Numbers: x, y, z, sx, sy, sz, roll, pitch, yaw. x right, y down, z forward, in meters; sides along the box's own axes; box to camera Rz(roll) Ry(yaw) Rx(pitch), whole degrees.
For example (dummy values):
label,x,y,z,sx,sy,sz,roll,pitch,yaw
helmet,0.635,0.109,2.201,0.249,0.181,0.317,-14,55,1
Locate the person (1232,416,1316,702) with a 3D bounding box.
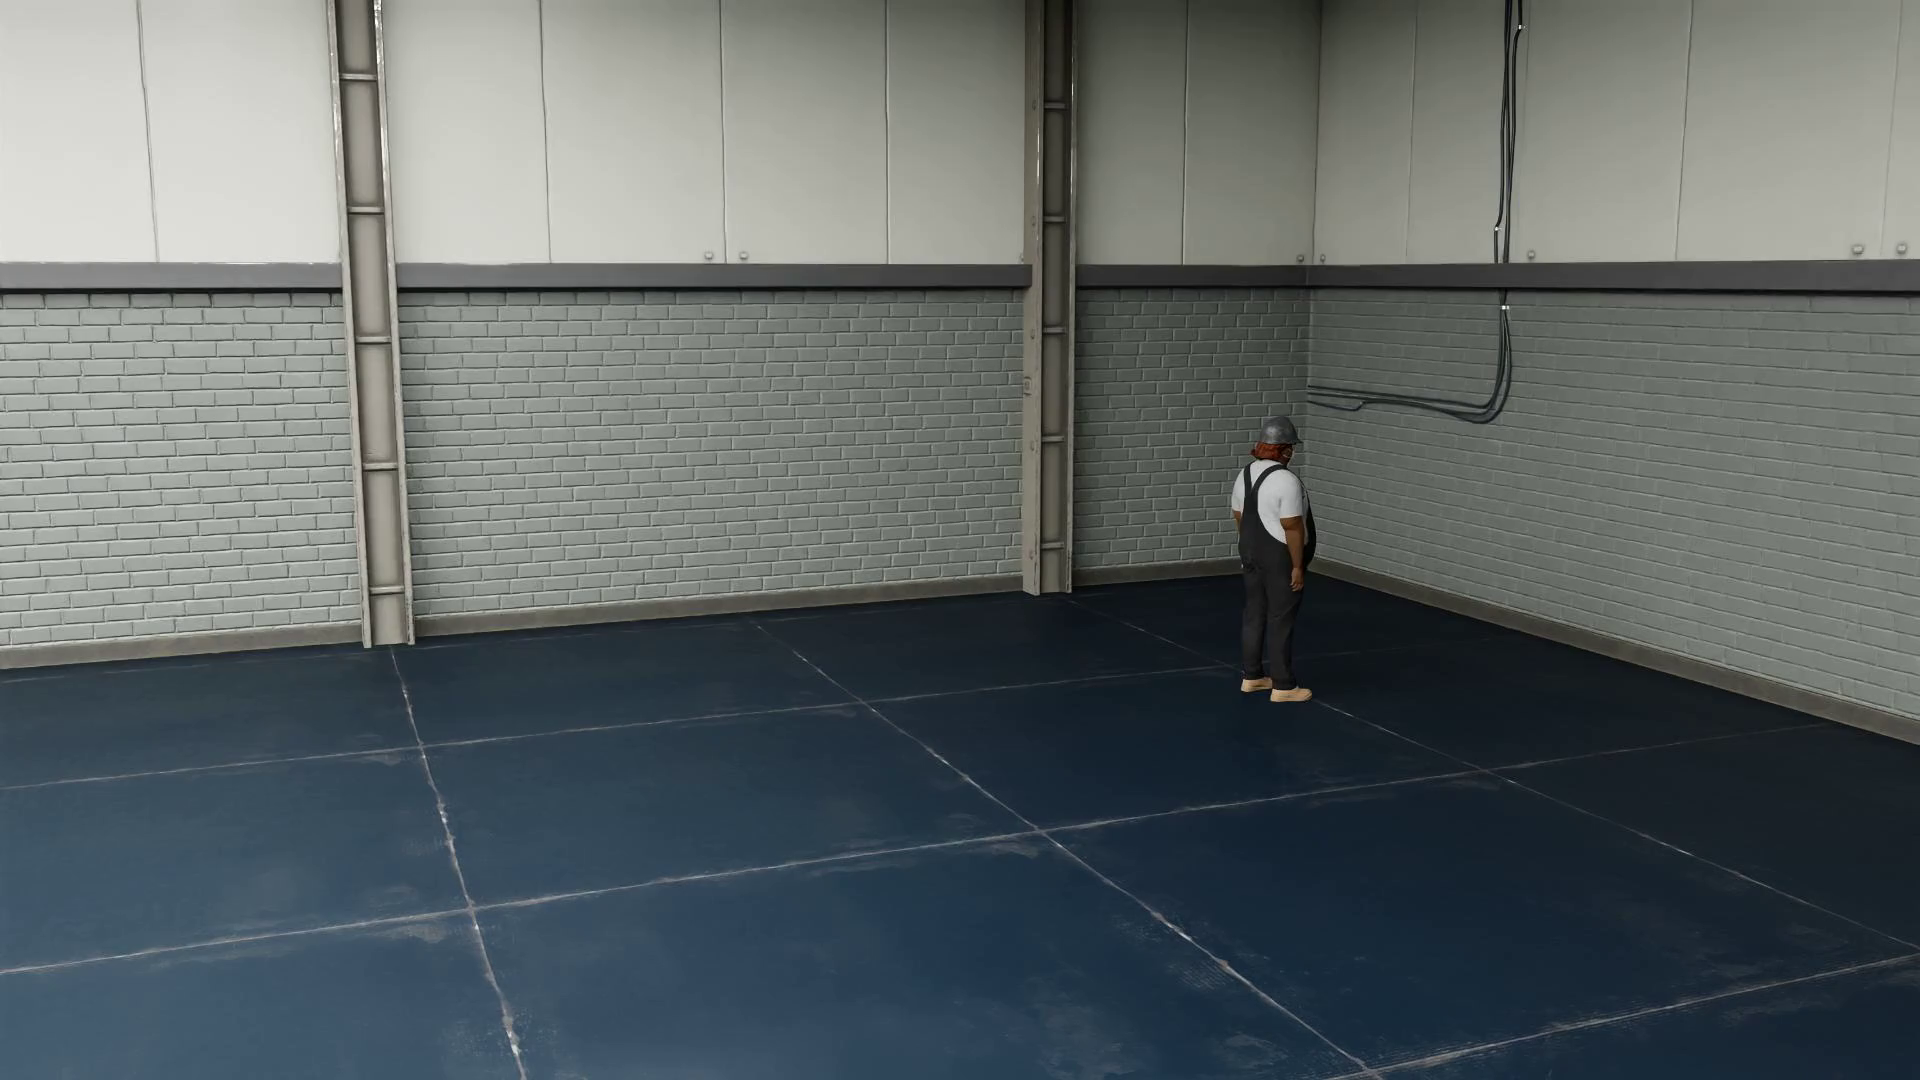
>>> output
label,x,y,z,sx,sy,sz,roll,pitch,yaw
person,2.287,0.124,11.939,0.538,2.000,0.683,-5,10,-27
